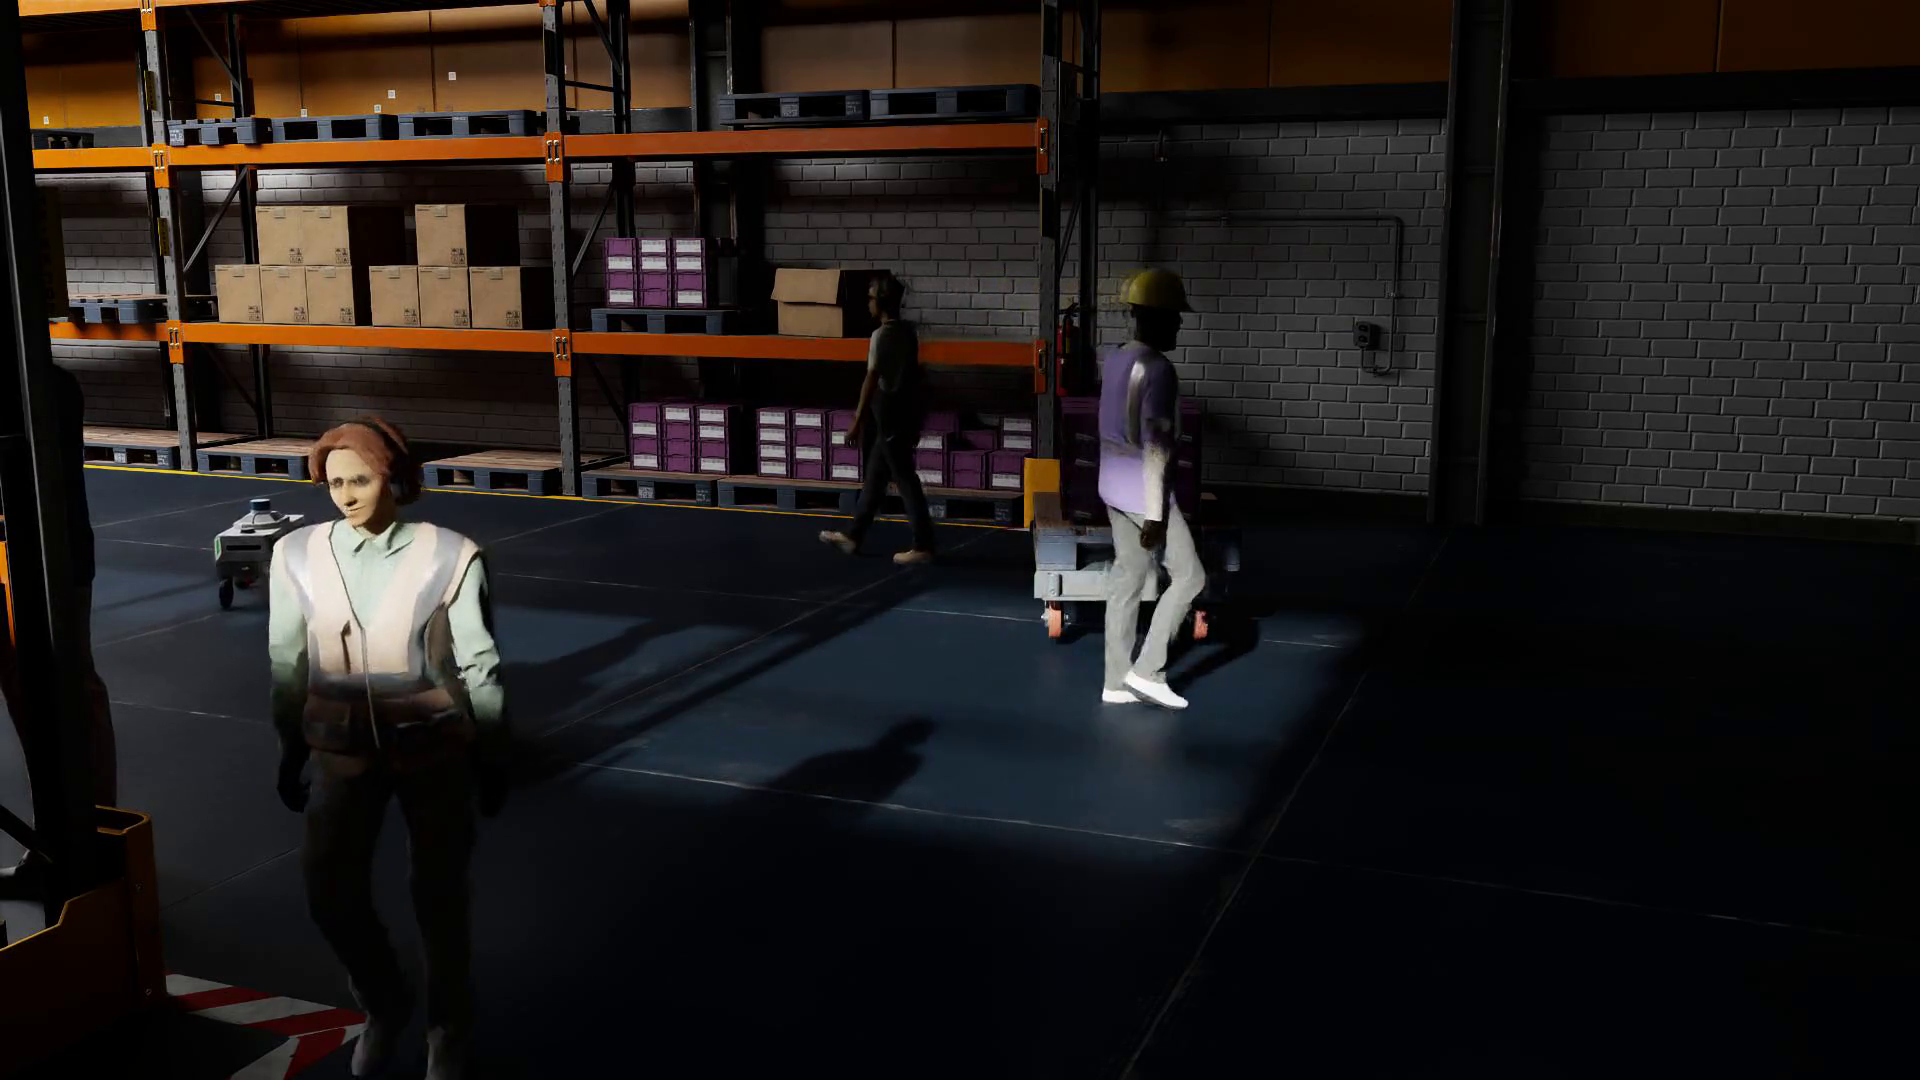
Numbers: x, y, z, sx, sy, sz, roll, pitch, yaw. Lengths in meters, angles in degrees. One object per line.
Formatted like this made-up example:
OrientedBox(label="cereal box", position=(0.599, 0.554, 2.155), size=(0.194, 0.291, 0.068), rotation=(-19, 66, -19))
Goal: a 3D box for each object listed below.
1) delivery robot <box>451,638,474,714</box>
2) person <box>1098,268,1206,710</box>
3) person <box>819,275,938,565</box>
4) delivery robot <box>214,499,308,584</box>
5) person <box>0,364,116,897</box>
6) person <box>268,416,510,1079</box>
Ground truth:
OrientedBox(label="delivery robot", position=(-2.236, 0.497, 6.770), size=(0.477, 0.478, 0.707), rotation=(-8, 13, -37))
OrientedBox(label="person", position=(0.819, -0.205, 7.178), size=(0.461, 1.912, 0.590), rotation=(-4, 11, -22))
OrientedBox(label="person", position=(-0.534, -0.744, 10.451), size=(0.917, 1.801, 0.540), rotation=(3, 11, 17))
OrientedBox(label="delivery robot", position=(-3.974, 0.010, 9.483), size=(0.477, 0.478, 0.707), rotation=(-1, 10, -6))
OrientedBox(label="person", position=(-2.913, 0.109, 5.176), size=(0.388, 1.996, 0.612), rotation=(0, 10, -1))
OrientedBox(label="person", position=(-1.326, 0.522, 3.884), size=(0.552, 1.625, 0.367), rotation=(-1, 10, -4))
